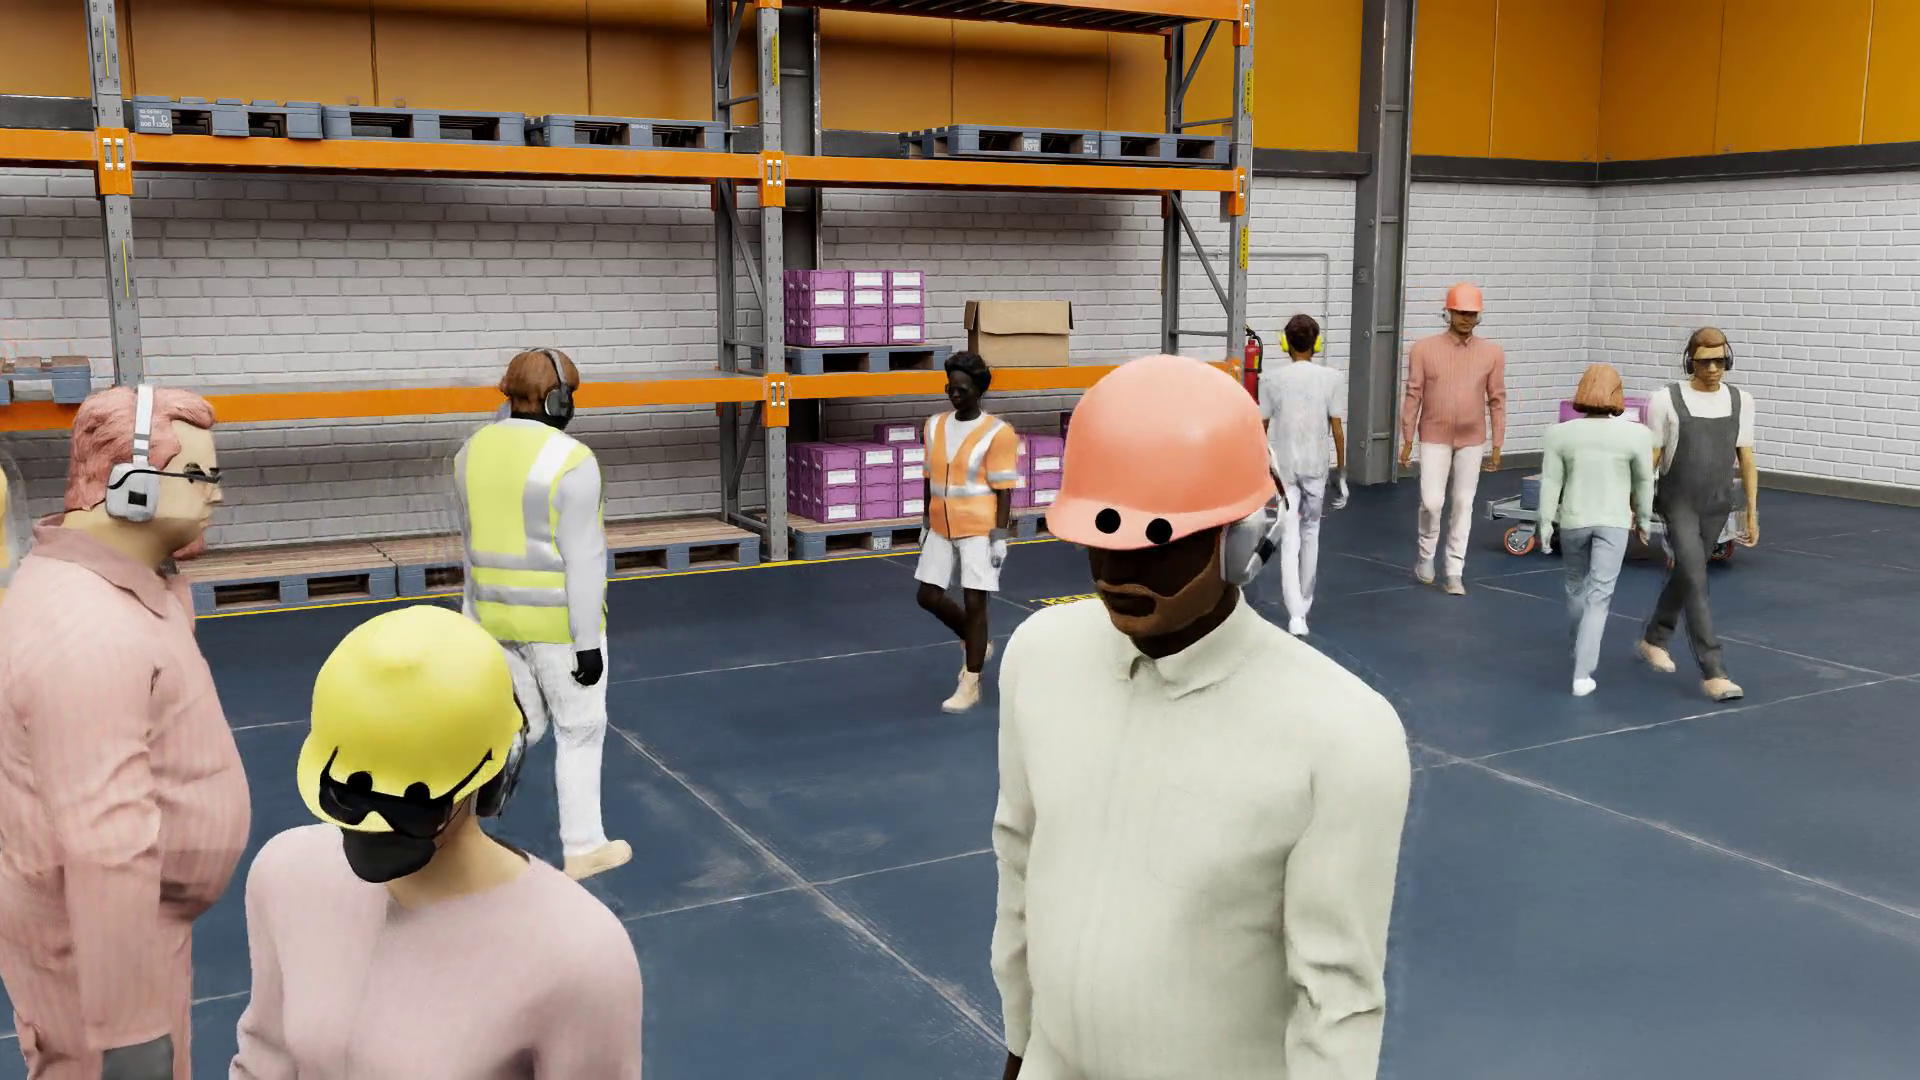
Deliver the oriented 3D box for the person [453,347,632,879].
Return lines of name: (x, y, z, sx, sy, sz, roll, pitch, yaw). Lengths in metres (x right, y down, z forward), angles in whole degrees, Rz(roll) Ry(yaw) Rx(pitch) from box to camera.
person: (-1.434, 0.281, 5.457, 0.634, 1.816, 0.720, 6, 11, 33)

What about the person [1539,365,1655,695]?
person: (3.171, -0.070, 8.281, 0.509, 1.603, 0.733, 6, 11, 31)

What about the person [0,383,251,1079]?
person: (-1.420, 0.681, 2.826, 0.422, 1.886, 0.680, -4, 10, -24)

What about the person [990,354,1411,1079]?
person: (0.237, 0.749, 2.123, 0.629, 1.962, 0.579, 8, 12, 39)

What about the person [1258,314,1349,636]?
person: (1.958, -0.383, 9.547, 0.530, 1.809, 1.021, 1, 9, 9)

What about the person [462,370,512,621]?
person: (-2.440, -0.187, 9.007, 0.591, 1.582, 0.502, -5, 11, -28)

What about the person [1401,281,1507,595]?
person: (3.127, -0.635, 10.520, 0.644, 1.980, 0.434, 1, 9, 4)

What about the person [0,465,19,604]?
person: (-3.054, 0.326, 4.977, 0.549, 1.883, 0.976, 6, 11, 31)

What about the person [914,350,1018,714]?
person: (0.044, -0.045, 7.784, 0.549, 1.686, 0.431, 7, 12, 37)

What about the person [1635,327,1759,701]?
person: (3.635, -0.153, 8.208, 0.539, 1.790, 0.963, -1, 9, -5)

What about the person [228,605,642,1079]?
person: (-0.579, 0.883, 2.040, 0.575, 1.721, 0.680, 4, 10, 25)
